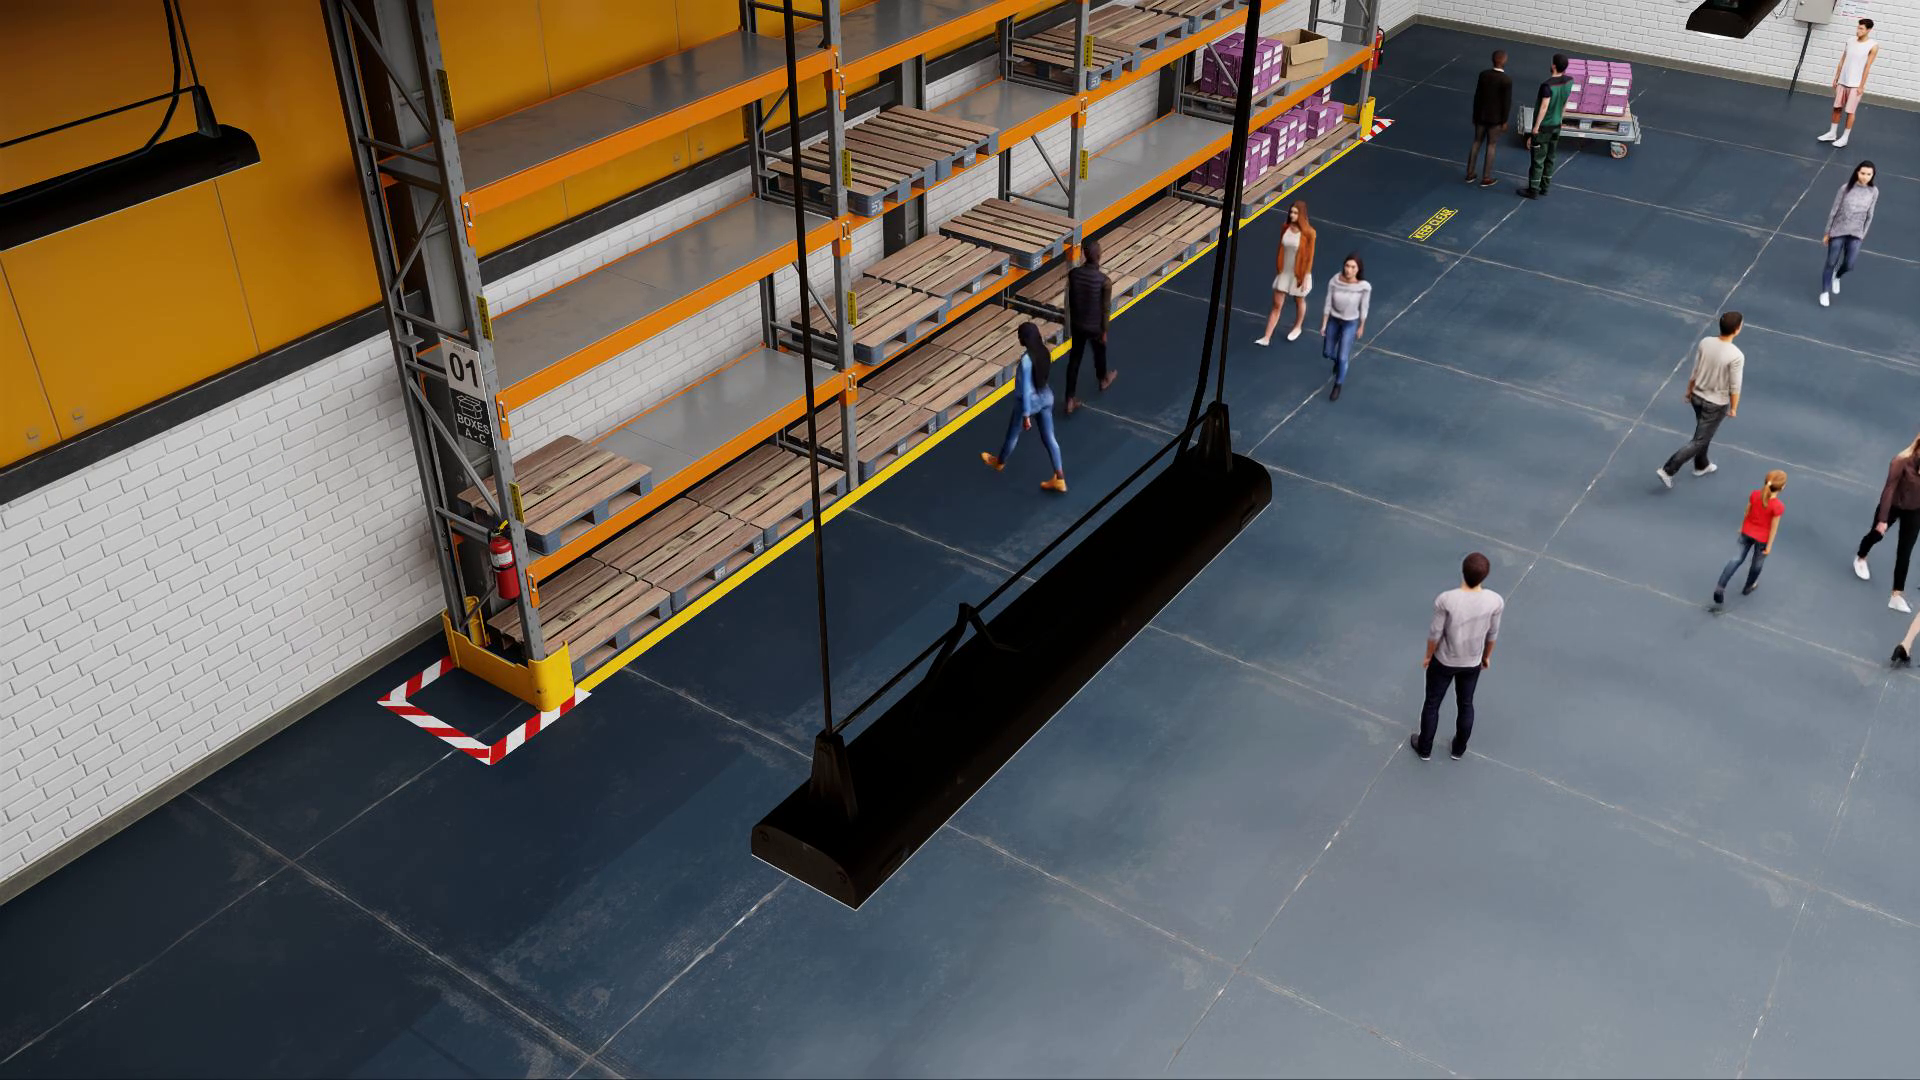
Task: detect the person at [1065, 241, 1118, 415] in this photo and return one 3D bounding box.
[{"bbox_3d":[1.252,-2.126,16.950,0.709,1.784,1.131,21,39,28],"label":"person"}]

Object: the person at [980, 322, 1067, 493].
[{"bbox_3d":[0.791,-1.207,15.681,0.721,1.659,1.093,18,37,25],"label":"person"}]

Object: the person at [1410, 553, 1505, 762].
[{"bbox_3d":[3.705,0.876,12.380,0.738,1.844,0.745,1,34,1],"label":"person"}]

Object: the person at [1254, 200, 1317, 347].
[{"bbox_3d":[3.720,-2.958,18.291,0.694,1.685,1.033,25,41,33],"label":"person"}]

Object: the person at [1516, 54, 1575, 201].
[{"bbox_3d":[7.719,-5.437,21.826,0.641,1.901,0.807,-21,39,-28],"label":"person"}]

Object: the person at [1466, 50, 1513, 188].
[{"bbox_3d":[7.076,-5.639,22.221,0.610,1.800,0.697,-29,43,-36],"label":"person"}]

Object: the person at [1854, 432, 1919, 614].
[{"bbox_3d":[8.028,-0.274,14.287,1.015,1.649,1.199,2,34,3],"label":"person"}]

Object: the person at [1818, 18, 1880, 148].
[{"bbox_3d":[12.616,-6.474,23.496,0.740,1.780,0.738,-15,37,-22],"label":"person"}]

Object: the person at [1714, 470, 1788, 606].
[{"bbox_3d":[6.759,-0.010,14.215,0.924,1.288,0.646,-24,40,-31],"label":"person"}]

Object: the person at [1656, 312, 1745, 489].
[{"bbox_3d":[7.019,-1.295,15.702,1.206,1.782,0.989,-16,37,-23],"label":"person"}]

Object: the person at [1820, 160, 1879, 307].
[{"bbox_3d":[10.203,-3.563,19.172,0.714,1.719,0.771,10,35,15],"label":"person"}]

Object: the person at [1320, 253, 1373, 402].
[{"bbox_3d":[4.000,-2.260,17.303,0.672,1.618,0.832,16,37,22],"label":"person"}]
